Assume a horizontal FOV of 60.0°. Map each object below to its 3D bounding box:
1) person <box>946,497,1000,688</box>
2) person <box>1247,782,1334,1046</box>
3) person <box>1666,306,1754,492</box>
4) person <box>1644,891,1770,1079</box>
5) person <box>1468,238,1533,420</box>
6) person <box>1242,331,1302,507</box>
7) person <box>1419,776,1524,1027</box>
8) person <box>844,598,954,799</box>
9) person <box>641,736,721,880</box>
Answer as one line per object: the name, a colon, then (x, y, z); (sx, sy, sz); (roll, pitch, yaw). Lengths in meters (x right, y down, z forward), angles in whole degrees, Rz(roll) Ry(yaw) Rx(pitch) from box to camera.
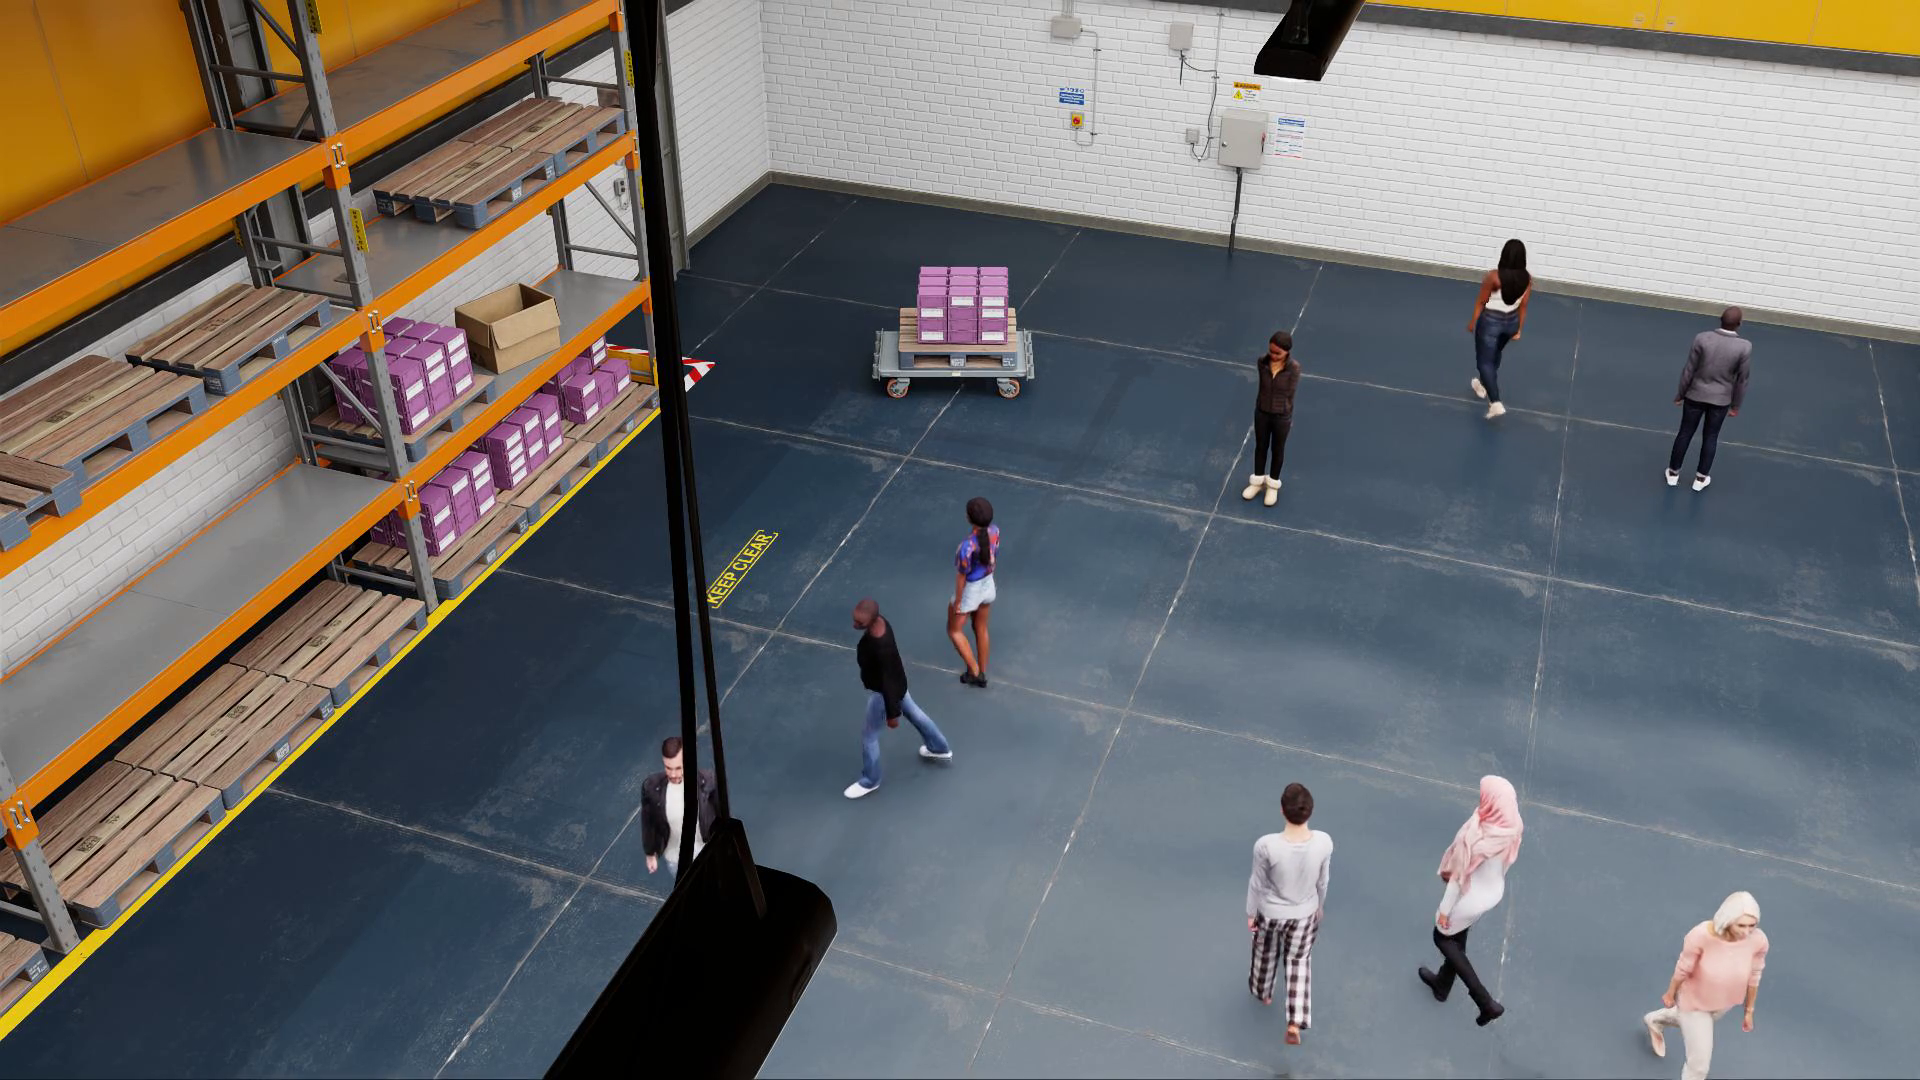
person: (0.154, 0.450, 12.621); (0.649, 1.733, 0.753); (-25, 41, -33)
person: (1.955, 2.238, 9.844); (0.824, 1.830, 1.037); (0, 34, 0)
person: (6.821, -1.290, 15.162); (0.749, 1.818, 0.622); (17, 37, 24)
person: (4.229, 2.558, 9.497); (0.943, 1.681, 1.235); (-3, 34, -4)
person: (5.313, -2.039, 16.327); (0.991, 1.776, 1.223); (-5, 34, -8)
person: (2.849, -1.156, 15.102); (0.654, 1.661, 0.591); (12, 35, 17)
person: (3.123, 2.197, 9.944); (0.982, 1.787, 1.024); (-19, 38, -26)
person: (-0.450, 1.048, 11.762); (1.063, 1.688, 1.119); (-3, 34, -5)
person: (-1.682, 1.876, 10.407); (0.913, 1.809, 1.104); (-2, 34, -2)
